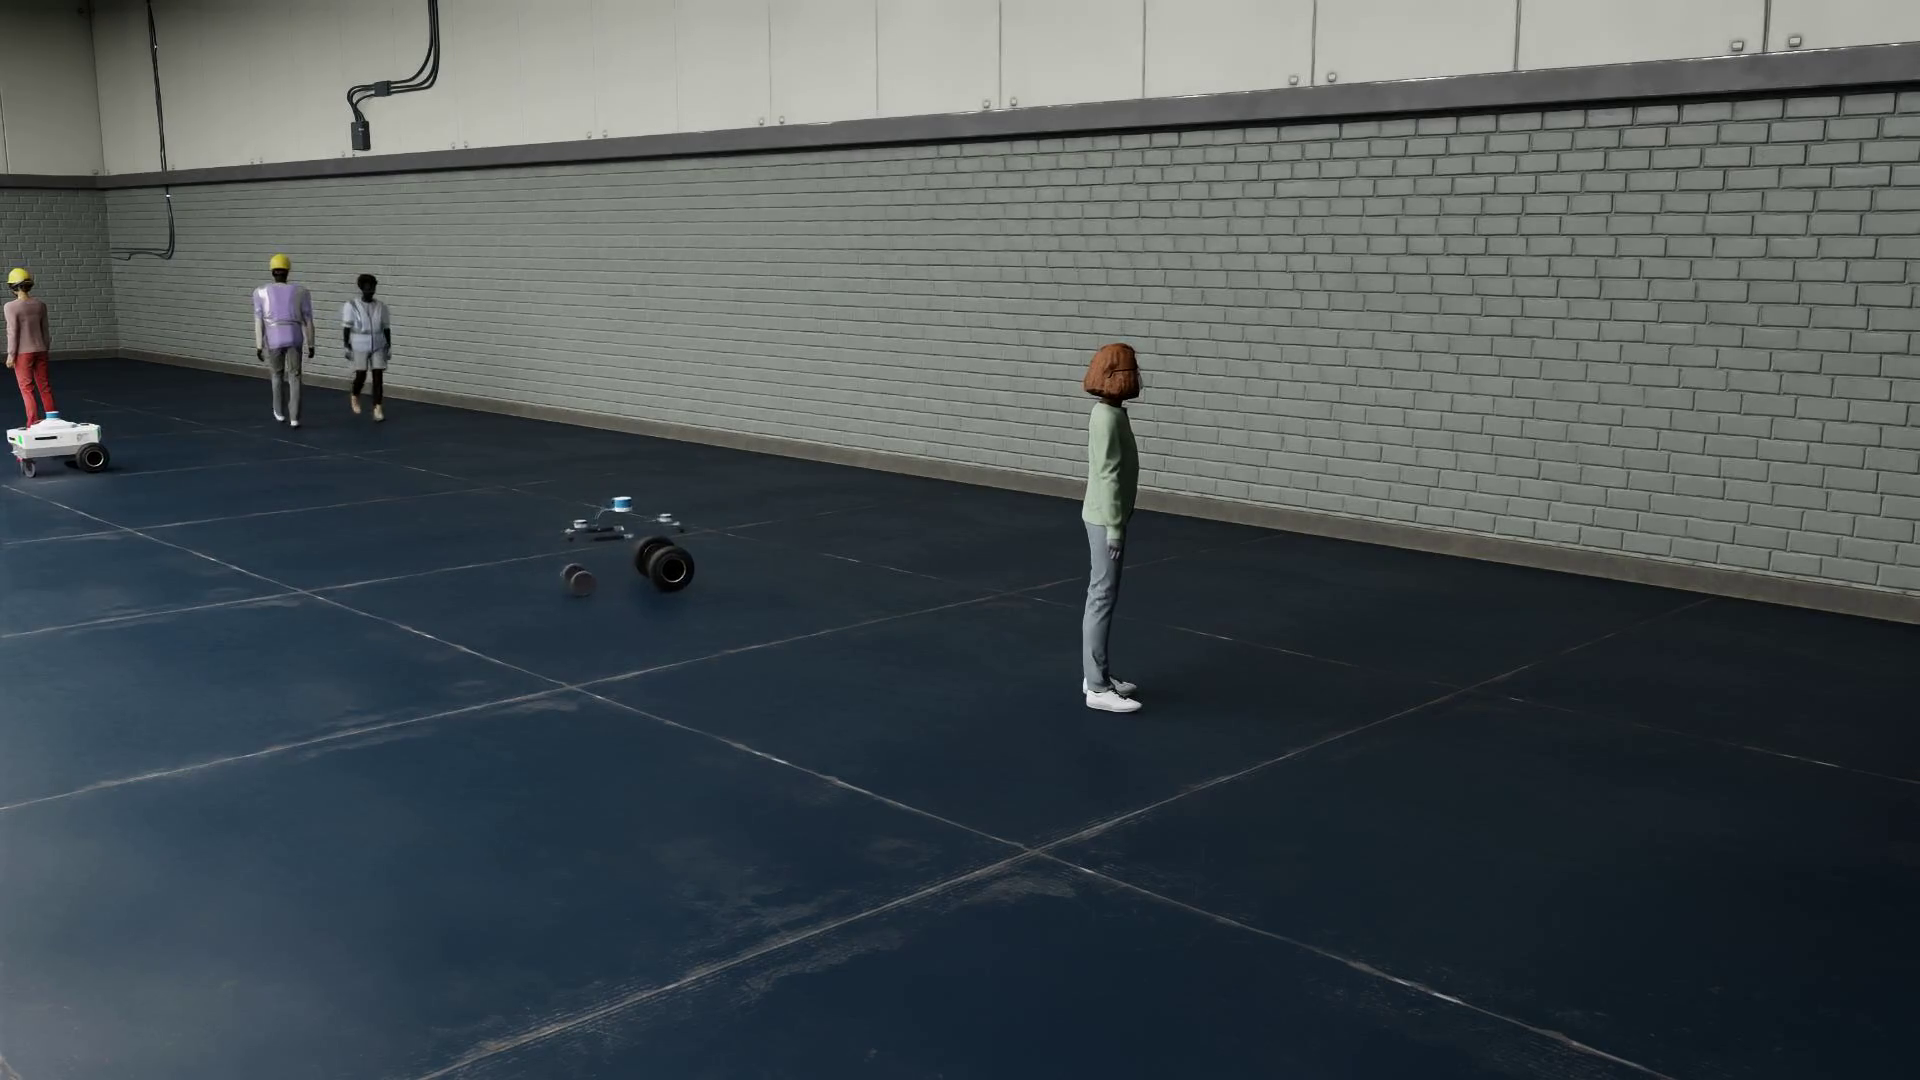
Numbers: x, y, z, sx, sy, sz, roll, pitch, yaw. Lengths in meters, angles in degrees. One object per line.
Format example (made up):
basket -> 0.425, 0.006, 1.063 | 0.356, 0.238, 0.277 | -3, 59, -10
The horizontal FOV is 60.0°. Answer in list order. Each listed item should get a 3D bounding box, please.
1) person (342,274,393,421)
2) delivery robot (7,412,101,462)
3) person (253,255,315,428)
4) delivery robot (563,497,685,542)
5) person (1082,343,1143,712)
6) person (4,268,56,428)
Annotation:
person -> -6.773, -2.202, 18.997 | 0.553, 1.676, 0.442 | -8, 13, -38
delivery robot -> -8.102, -0.905, 14.880 | 0.477, 0.478, 0.707 | 10, 14, 43
person -> -7.521, -2.217, 18.545 | 0.605, 1.882, 0.922 | -4, 11, -20
delivery robot -> -2.025, -0.143, 10.014 | 0.698, 0.223, 0.335 | -5, 11, -23
person -> 0.688, -0.065, 7.487 | 0.280, 1.636, 0.498 | 1, 10, 4
person -> -9.731, -1.940, 17.354 | 0.318, 1.767, 0.534 | 3, 11, 15
